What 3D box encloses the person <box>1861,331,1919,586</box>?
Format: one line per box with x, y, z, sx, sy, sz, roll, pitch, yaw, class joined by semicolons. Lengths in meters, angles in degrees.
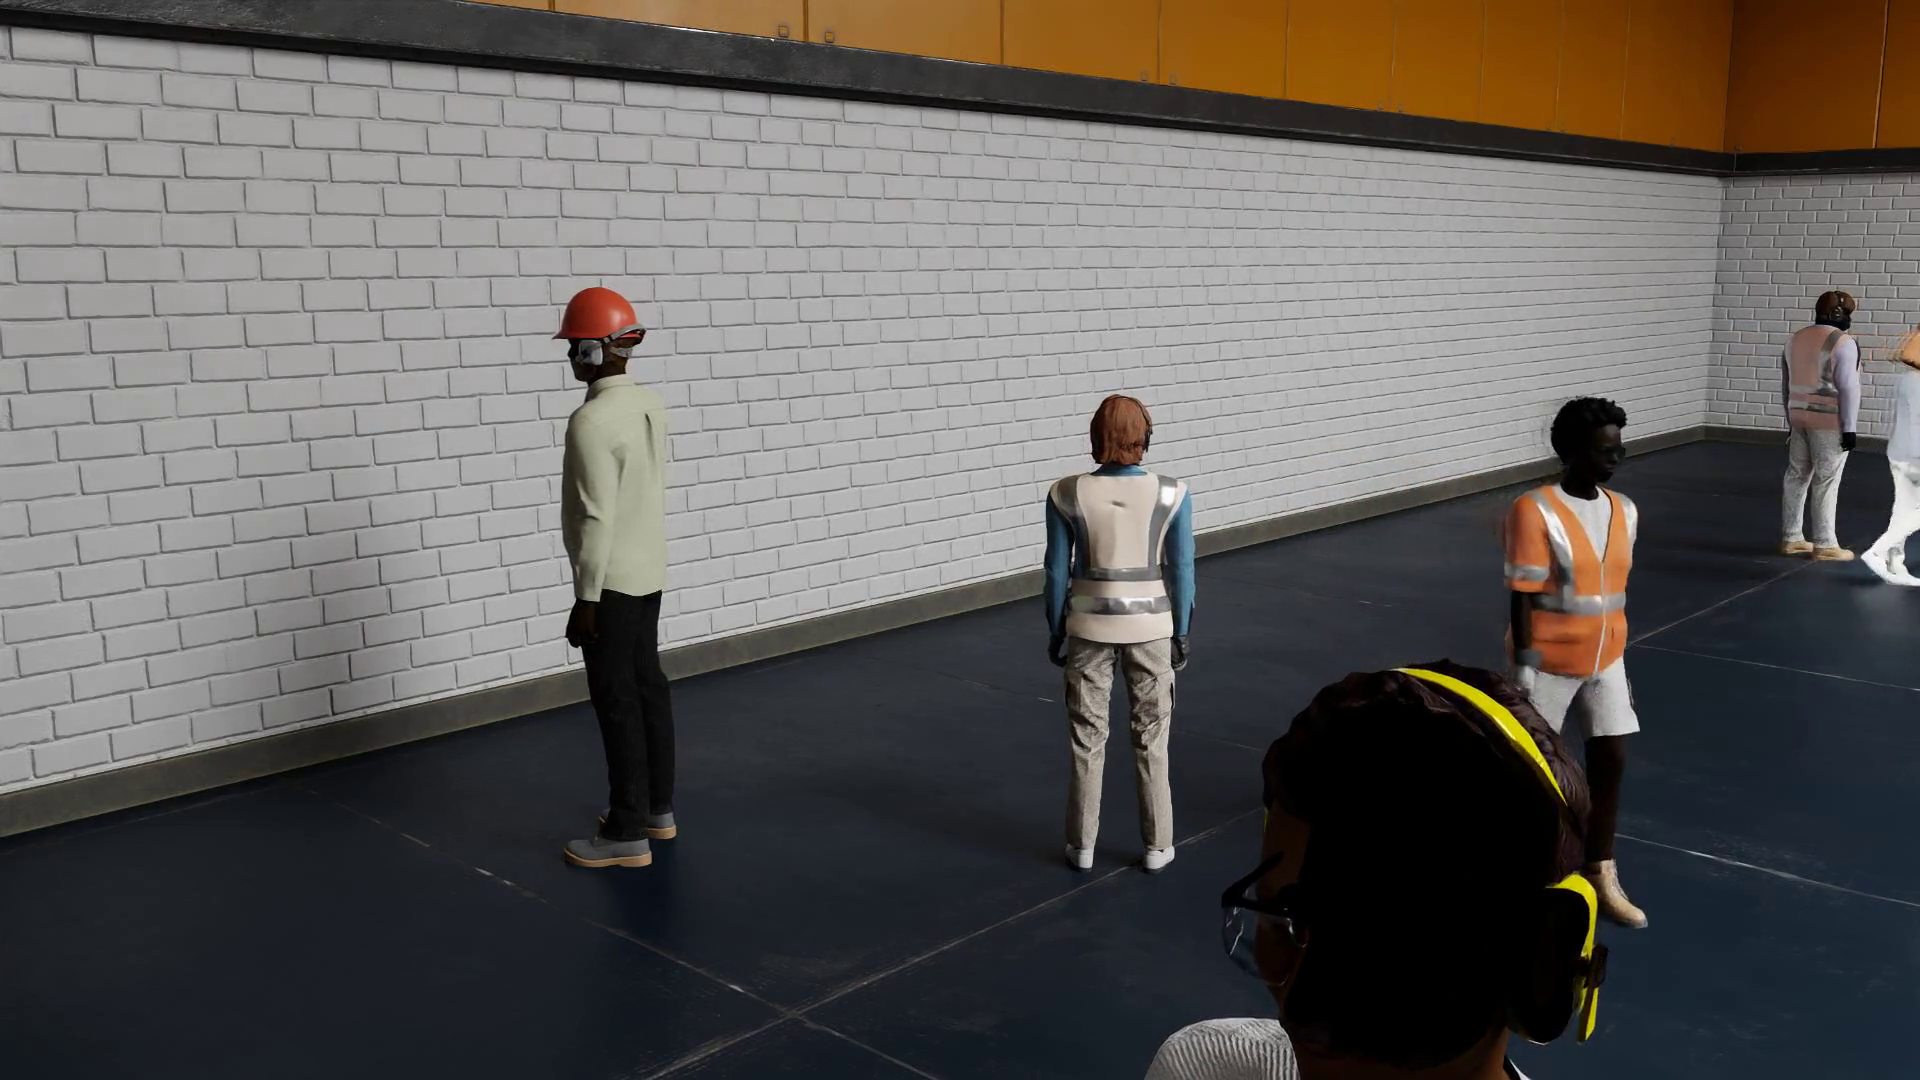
5.970;-0.499;10.398;0.352;1.619;0.526;4;11;22;person

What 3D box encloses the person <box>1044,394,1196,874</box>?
0.538;0.330;5.643;0.511;1.640;0.308;1;10;6;person

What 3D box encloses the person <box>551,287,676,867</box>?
-1.202;0.131;5.761;0.388;1.992;0.625;2;10;11;person

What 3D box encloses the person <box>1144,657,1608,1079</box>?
0.310;0.995;1.220;0.534;1.863;0.310;8;13;39;person

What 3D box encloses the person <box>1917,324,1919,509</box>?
7.826;-1.163;13.295;0.542;1.939;0.365;-2;10;-9;person

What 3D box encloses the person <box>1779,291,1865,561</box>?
5.926;-0.782;11.422;0.430;1.838;0.619;-3;10;-14;person

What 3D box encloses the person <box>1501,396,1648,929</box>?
1.918;0.356;5.394;0.535;1.672;0.725;-4;11;-20;person
